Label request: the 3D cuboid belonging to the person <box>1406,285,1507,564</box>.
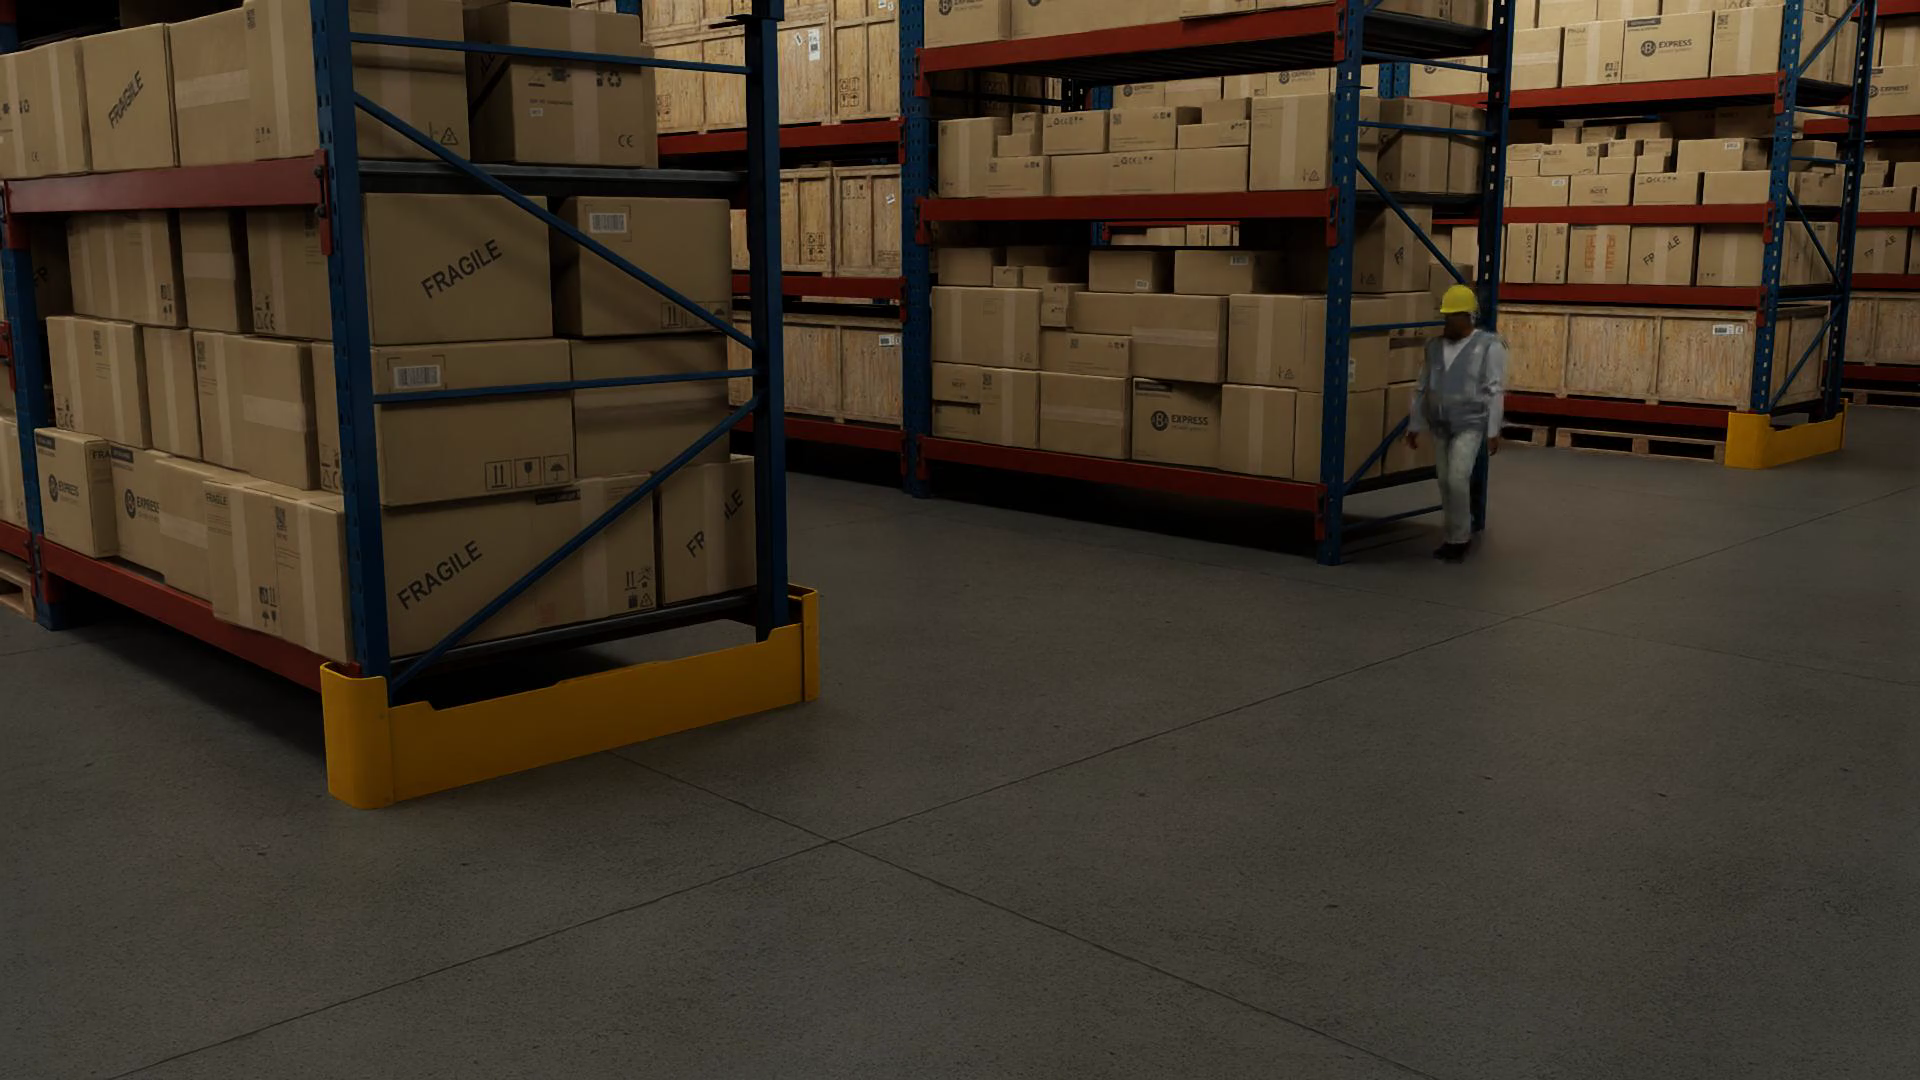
[{"bbox_3d":[3.194,-0.743,10.812,0.568,1.808,0.616,-8,13,-37],"label":"person"}]
